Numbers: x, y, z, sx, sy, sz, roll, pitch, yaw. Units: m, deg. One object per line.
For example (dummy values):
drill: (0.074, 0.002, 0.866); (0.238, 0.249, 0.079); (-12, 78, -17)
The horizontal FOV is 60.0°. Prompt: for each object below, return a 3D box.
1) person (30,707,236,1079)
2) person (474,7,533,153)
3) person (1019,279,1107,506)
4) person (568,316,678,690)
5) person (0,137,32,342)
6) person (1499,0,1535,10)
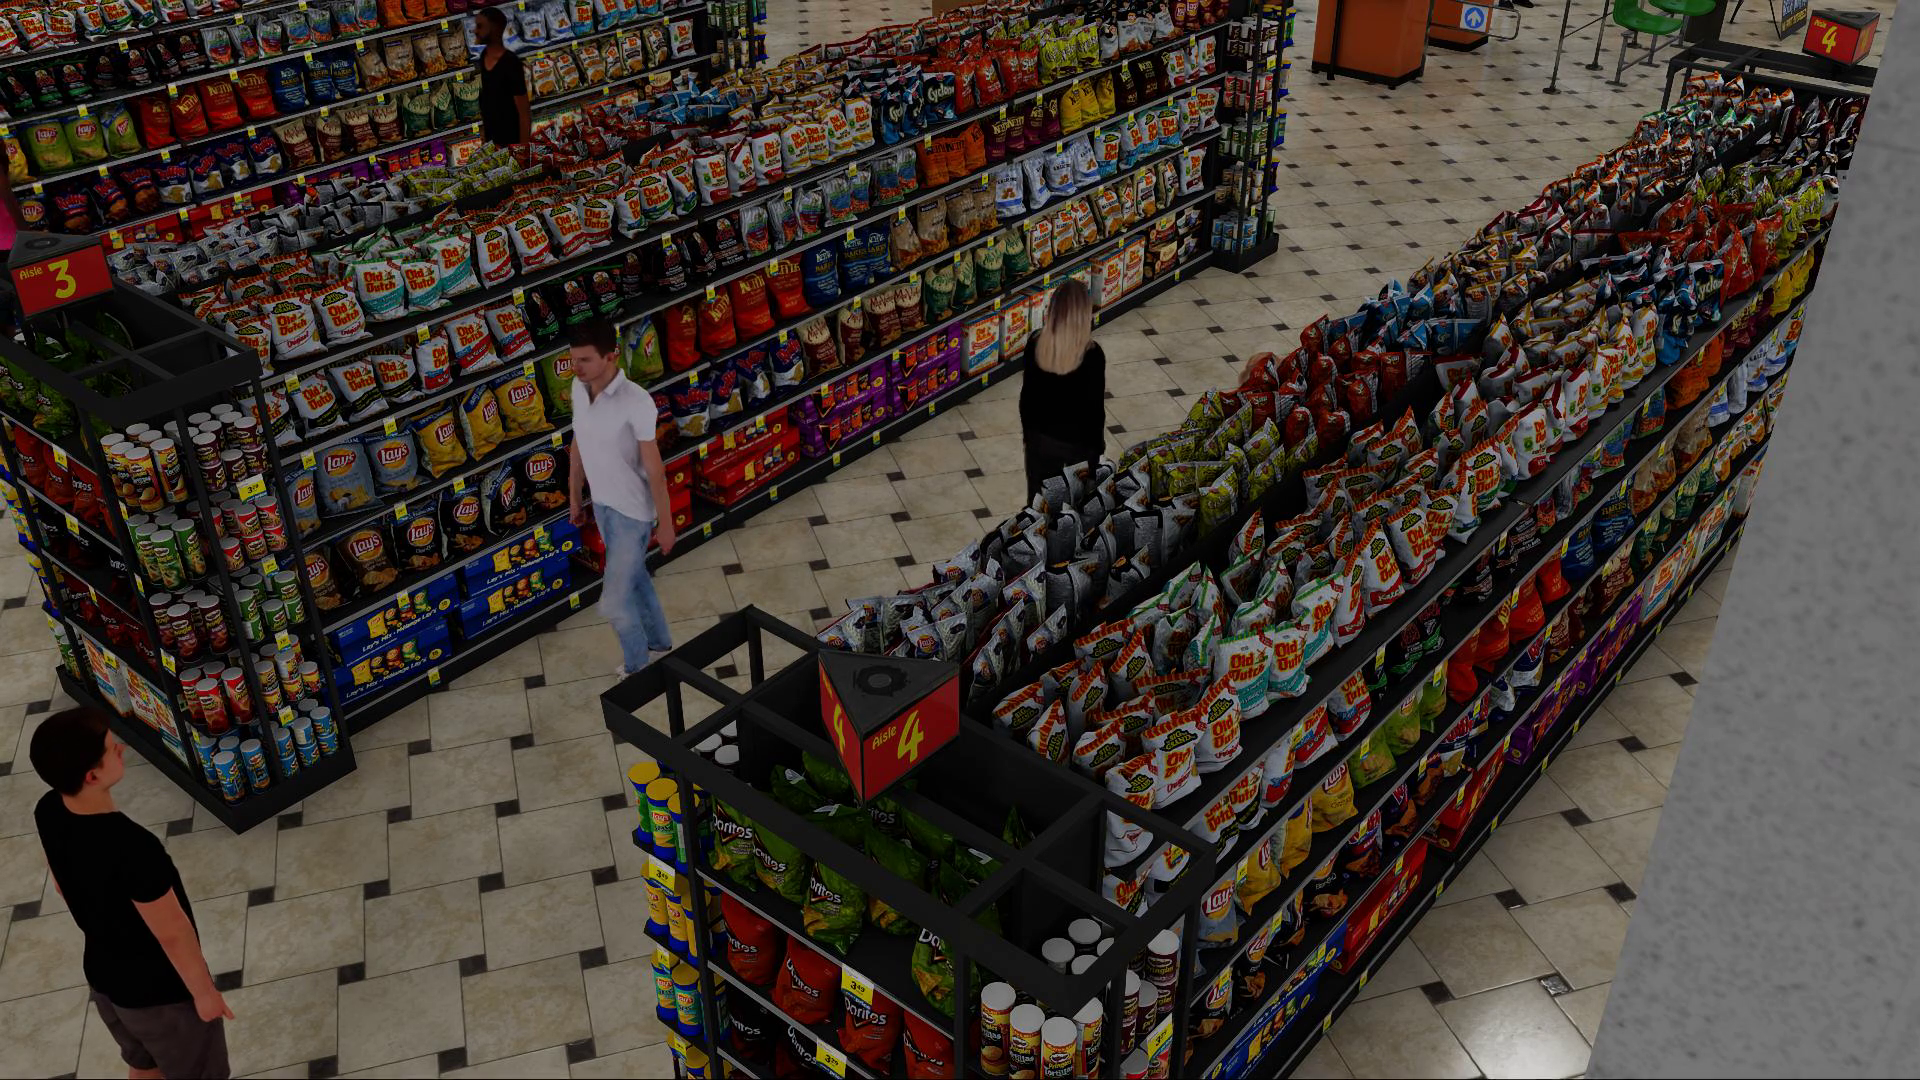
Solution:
person: (-2.427, 1.267, 4.944); (0.699, 1.861, 0.627); (18, 36, 26)
person: (-3.093, -2.752, 11.457); (0.566, 1.804, 0.674); (-25, 40, -35)
person: (0.437, -0.376, 7.781); (0.797, 1.654, 1.187); (15, 35, 22)
person: (-1.389, -0.159, 7.263); (0.707, 1.833, 0.716); (-27, 41, -37)
person: (-5.579, -1.730, 9.946); (0.558, 1.666, 1.111); (26, 40, 35)
person: (6.026, -6.587, 17.607); (0.687, 1.819, 0.811); (-11, 33, -17)
